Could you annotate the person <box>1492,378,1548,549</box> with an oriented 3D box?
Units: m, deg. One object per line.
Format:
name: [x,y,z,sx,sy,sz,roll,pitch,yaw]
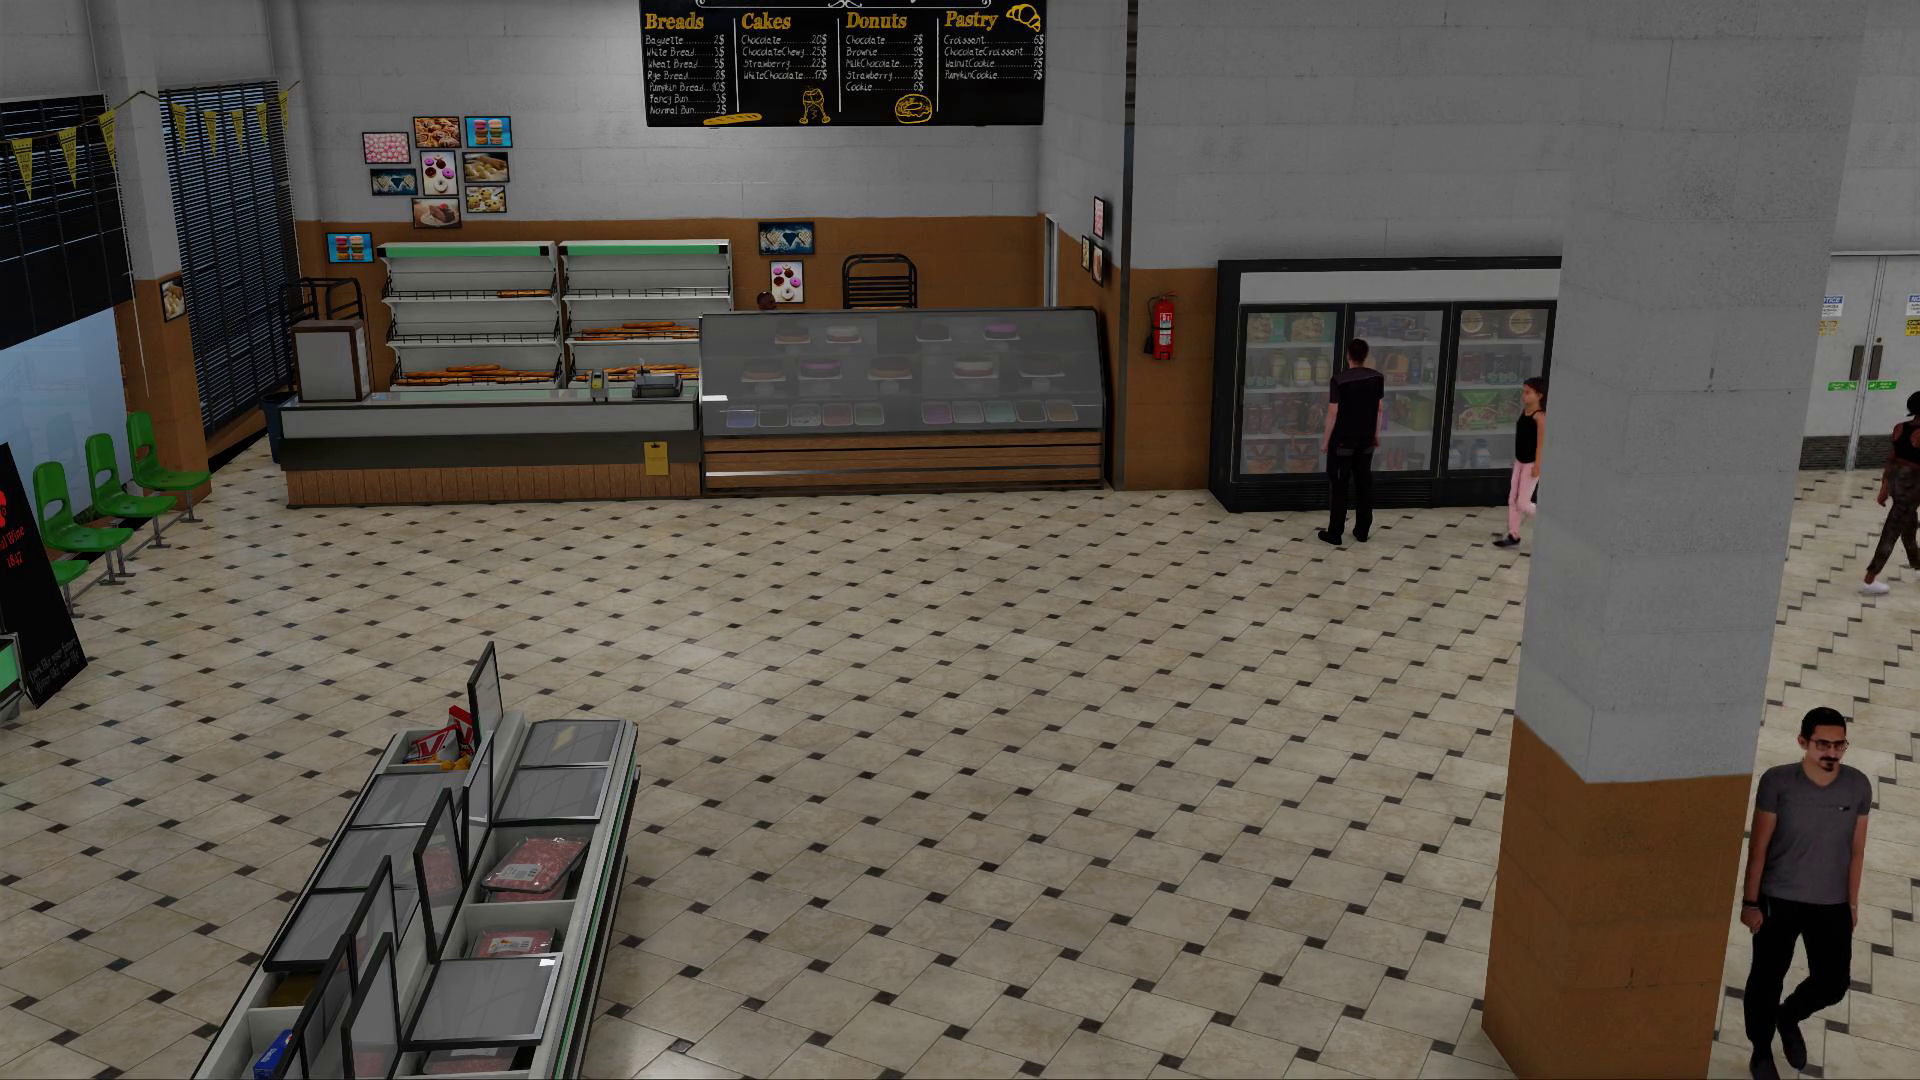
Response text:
person: [5.052,-0.660,14.610,0.573,1.549,0.754,-2,17,-6]

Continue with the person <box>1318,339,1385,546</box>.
person: [3.494,-0.881,14.825,0.773,1.846,0.660,-5,18,-16]

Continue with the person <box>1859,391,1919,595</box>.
person: [7.544,-0.356,13.411,0.750,1.664,1.047,-4,17,-13]

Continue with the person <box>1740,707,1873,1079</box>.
person: [3.587,1.504,7.140,0.720,1.747,0.758,2,17,8]
